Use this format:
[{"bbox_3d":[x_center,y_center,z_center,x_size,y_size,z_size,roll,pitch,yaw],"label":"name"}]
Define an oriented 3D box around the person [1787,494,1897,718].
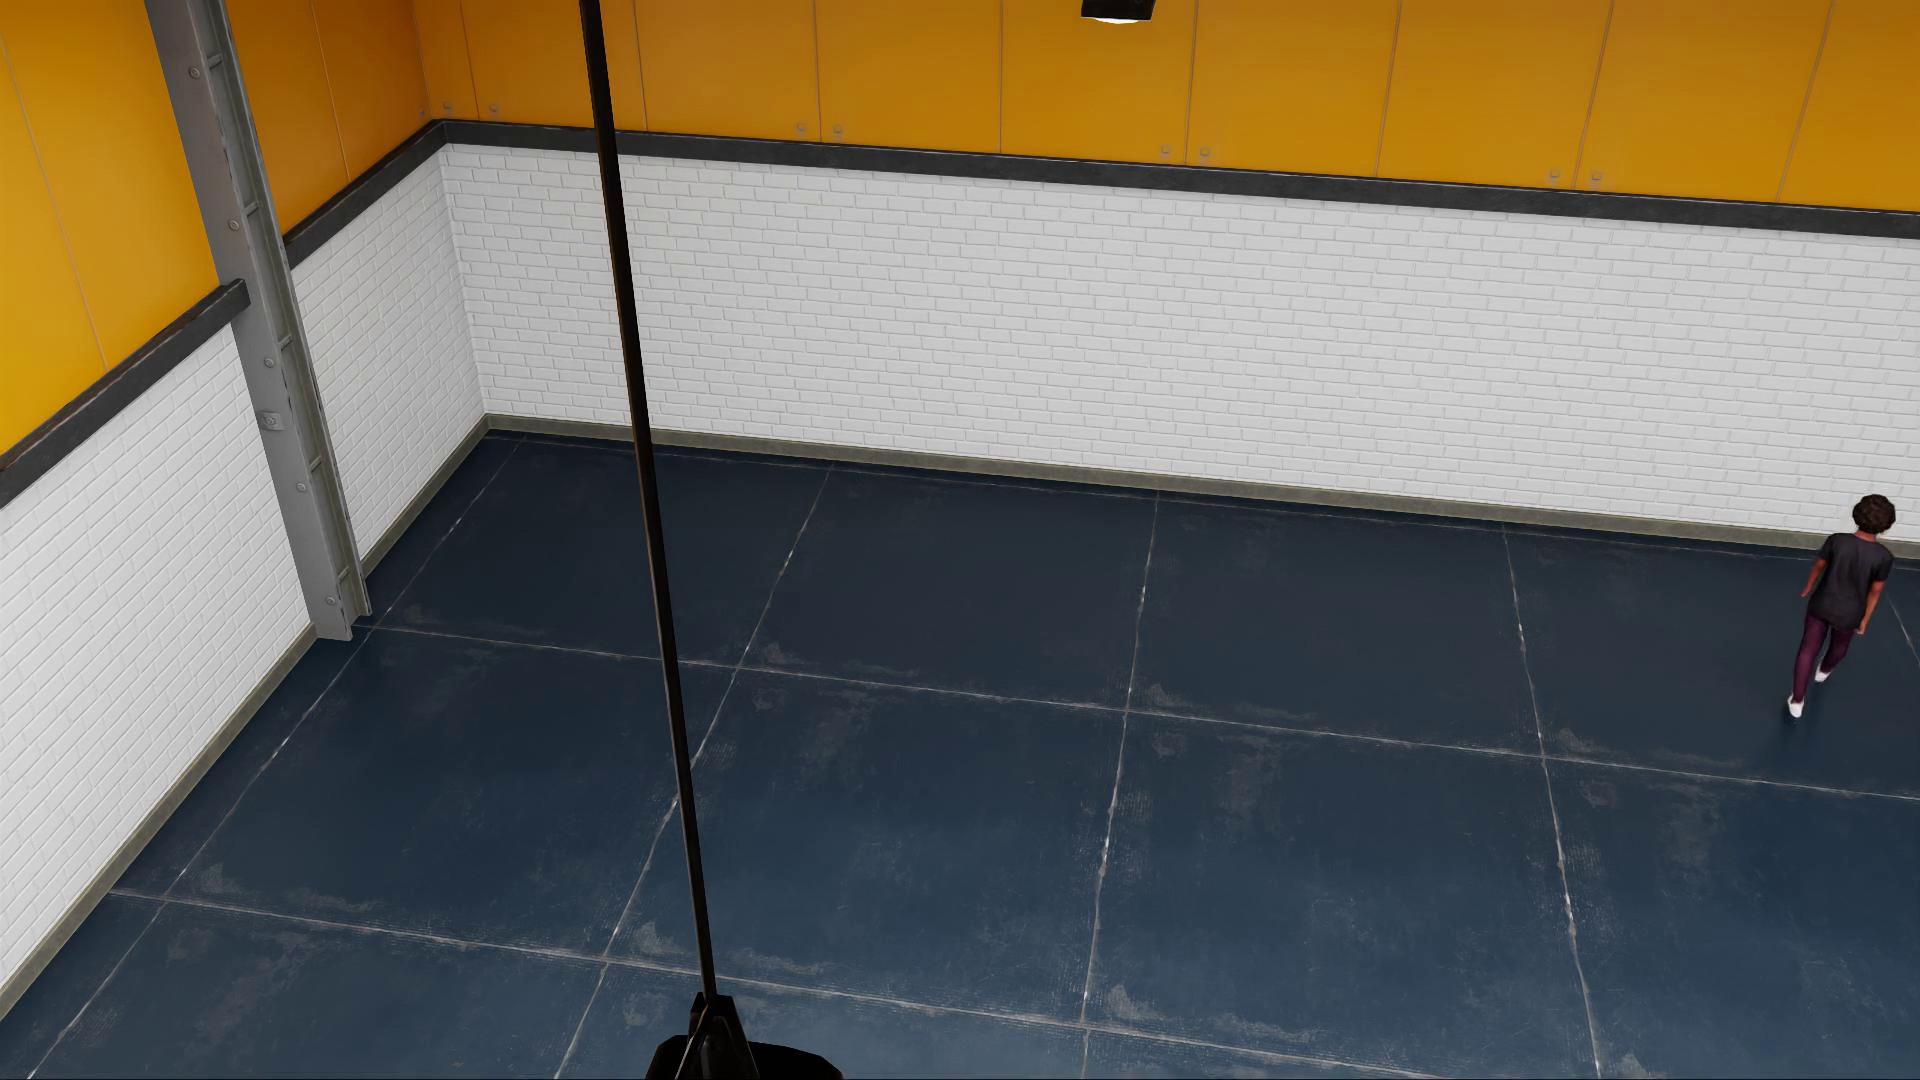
[{"bbox_3d":[6.298,0.506,11.971,0.896,1.743,1.181,18,38,25],"label":"person"}]
